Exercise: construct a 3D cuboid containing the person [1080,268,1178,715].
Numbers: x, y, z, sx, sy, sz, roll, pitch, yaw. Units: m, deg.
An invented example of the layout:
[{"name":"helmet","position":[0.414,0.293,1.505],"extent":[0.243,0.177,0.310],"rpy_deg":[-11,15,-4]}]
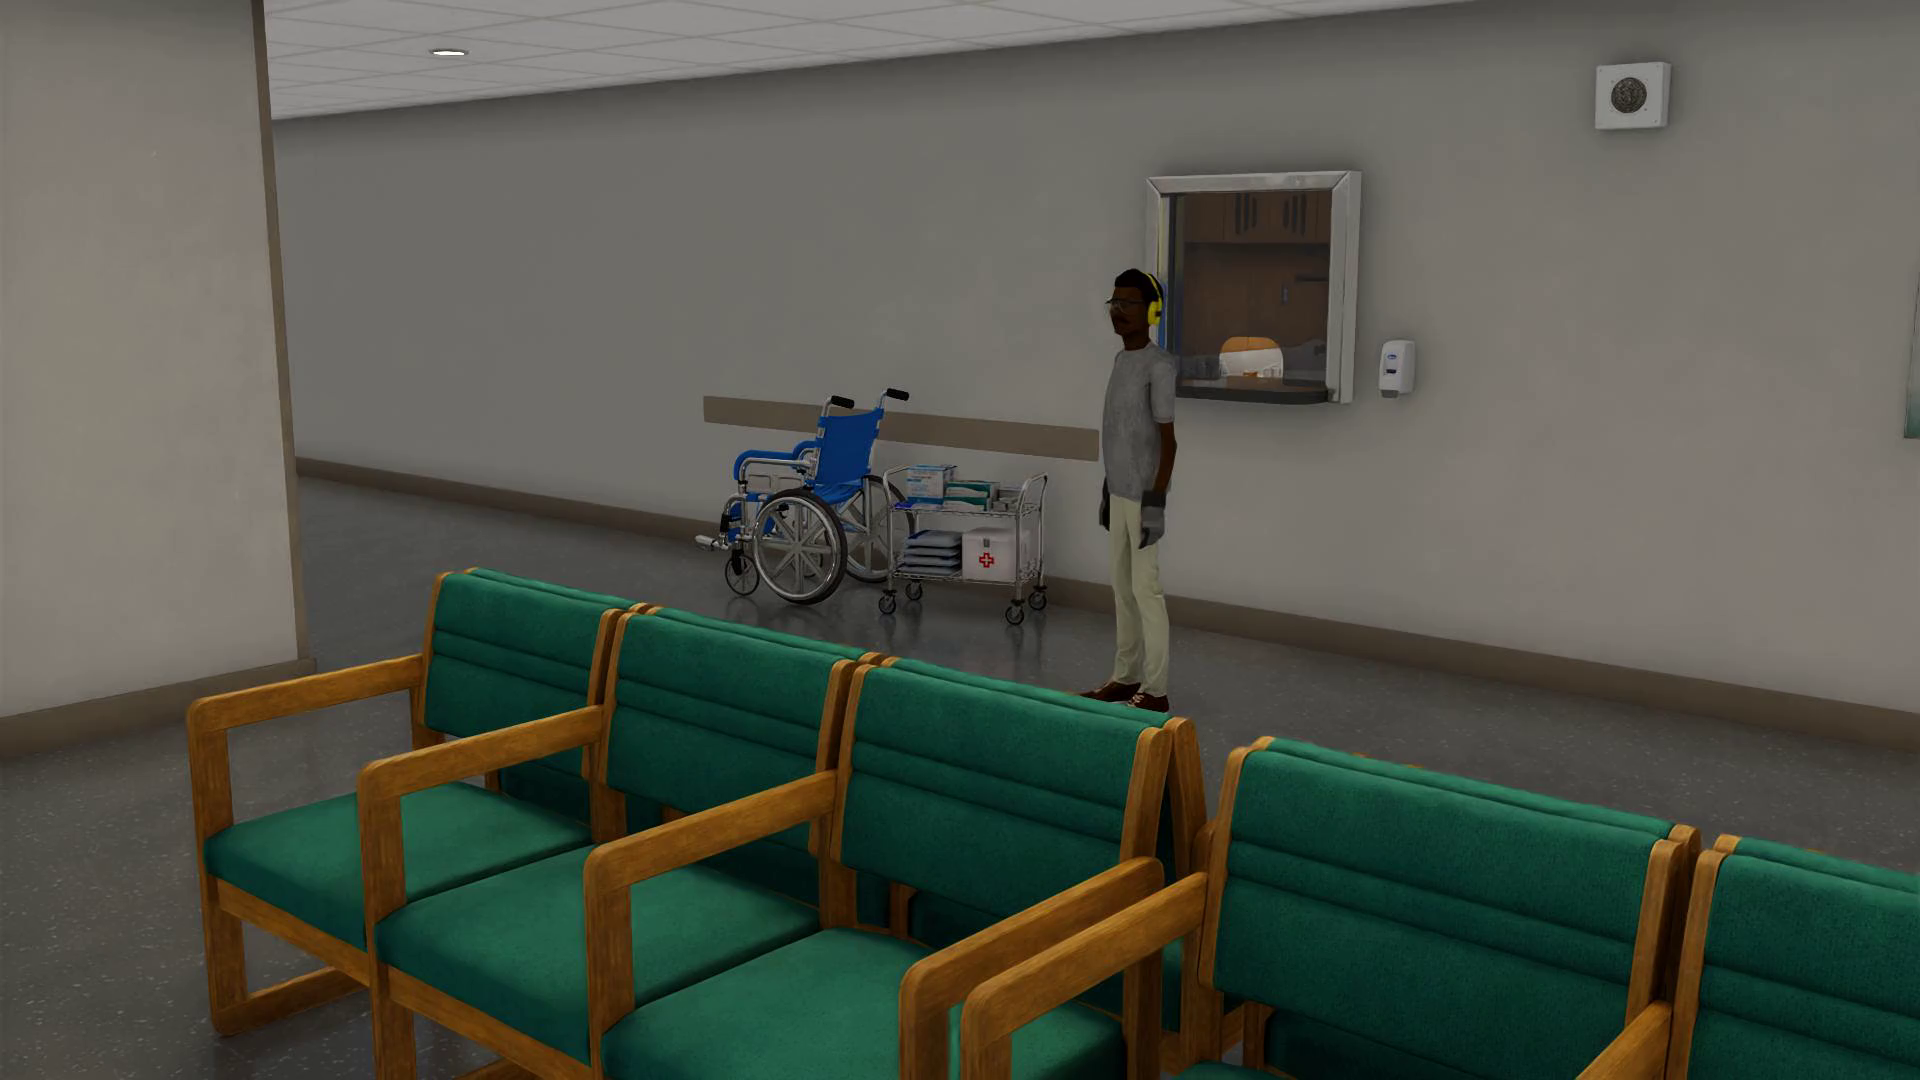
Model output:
[{"name":"person","position":[0.710,-0.181,6.921],"extent":[0.325,1.876,0.524],"rpy_deg":[-4,11,-20]}]
